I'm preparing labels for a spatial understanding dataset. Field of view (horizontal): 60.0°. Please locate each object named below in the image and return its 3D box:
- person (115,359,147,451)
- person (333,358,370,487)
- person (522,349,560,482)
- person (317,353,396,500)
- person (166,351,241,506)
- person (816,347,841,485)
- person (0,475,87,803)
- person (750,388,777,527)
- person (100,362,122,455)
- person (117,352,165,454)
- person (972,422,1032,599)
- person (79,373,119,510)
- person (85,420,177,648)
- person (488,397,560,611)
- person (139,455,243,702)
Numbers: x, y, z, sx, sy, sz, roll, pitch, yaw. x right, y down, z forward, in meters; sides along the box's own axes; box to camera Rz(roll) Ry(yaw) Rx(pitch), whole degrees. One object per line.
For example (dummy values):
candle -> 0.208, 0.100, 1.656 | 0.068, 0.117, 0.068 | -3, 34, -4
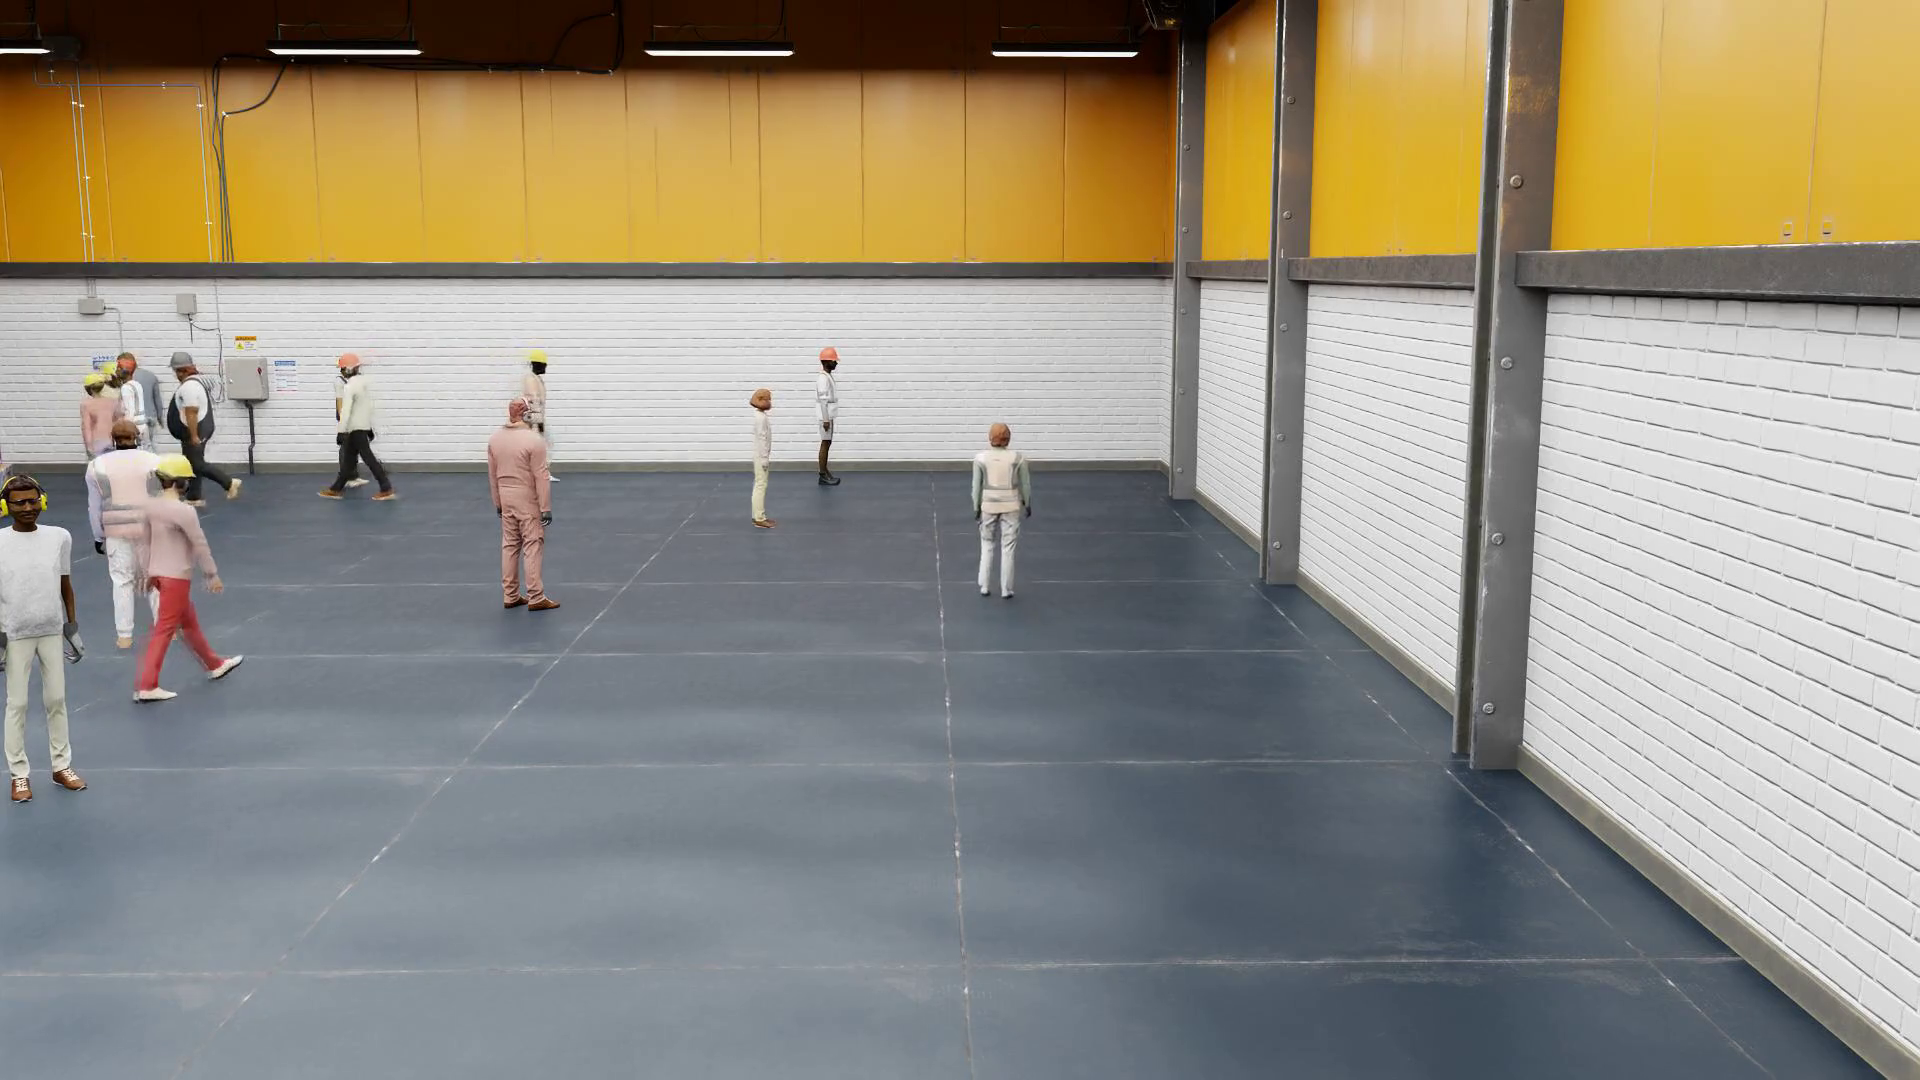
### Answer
person -> -10.691, -1.395, 21.457 | 0.356, 1.884, 0.574 | -2, 10, -15
person -> -8.507, -1.660, 23.200 | 0.345, 1.846, 0.506 | 1, 9, 6
person -> -5.897, -1.715, 23.364 | 0.629, 1.906, 0.612 | 0, 9, 1
person -> -7.920, -1.469, 21.753 | 1.052, 1.938, 0.640 | 0, 9, -2
person -> -9.627, -1.413, 21.090 | 0.780, 2.000, 0.687 | -3, 10, -16
person -> -1.844, -1.743, 23.427 | 0.361, 1.935, 0.553 | 0, 9, 1
person -> -5.324, 0.552, 9.561 | 0.328, 1.872, 0.510 | 8, 13, 42
person -> -2.331, -0.965, 19.596 | 0.285, 1.634, 0.538 | -2, 10, -14
person -> -11.318, -1.493, 22.348 | 0.940, 1.775, 0.608 | 1, 9, 7
person -> -11.508, -1.679, 23.225 | 0.882, 1.877, 0.654 | 4, 10, 23
person -> 0.383, -0.270, 15.333 | 0.530, 1.633, 0.391 | 2, 9, 12
person -> -10.660, -1.220, 20.775 | 0.625, 1.745, 0.525 | 5, 11, 30
person -> -6.622, -0.047, 13.344 | 0.622, 1.838, 0.429 | -4, 10, -22
person -> -3.872, -0.322, 14.813 | 0.652, 1.904, 0.404 | 6, 11, 30
person -> -5.519, 0.254, 11.851 | 0.534, 1.715, 0.923 | 6, 11, 35
